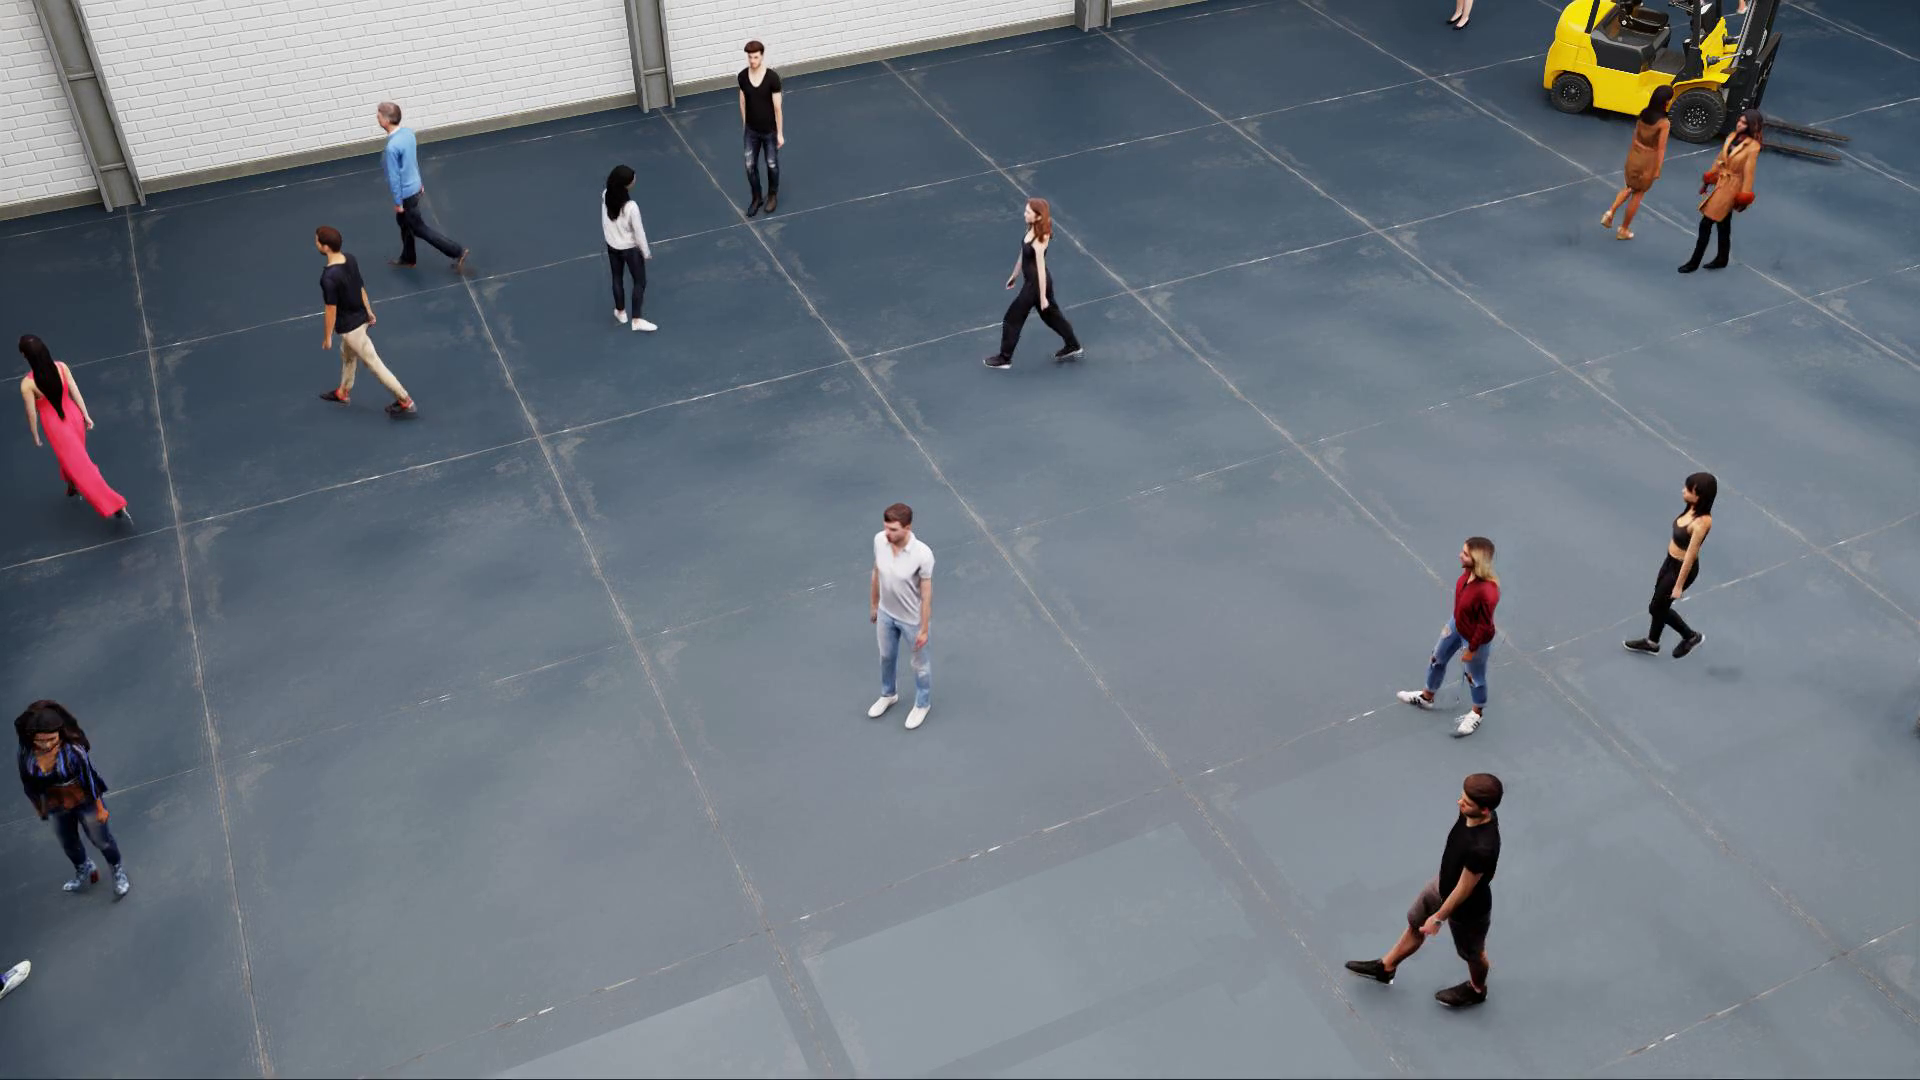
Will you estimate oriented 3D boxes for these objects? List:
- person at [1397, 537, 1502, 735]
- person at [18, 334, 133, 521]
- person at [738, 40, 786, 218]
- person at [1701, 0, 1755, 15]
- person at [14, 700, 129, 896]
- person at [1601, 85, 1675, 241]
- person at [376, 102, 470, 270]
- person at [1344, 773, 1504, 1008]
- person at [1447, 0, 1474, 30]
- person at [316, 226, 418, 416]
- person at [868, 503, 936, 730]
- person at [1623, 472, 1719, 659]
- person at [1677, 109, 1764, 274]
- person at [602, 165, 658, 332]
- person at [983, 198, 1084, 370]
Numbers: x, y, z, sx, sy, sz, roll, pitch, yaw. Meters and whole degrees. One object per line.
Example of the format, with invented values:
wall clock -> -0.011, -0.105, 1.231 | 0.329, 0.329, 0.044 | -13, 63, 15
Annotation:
person -> 3.551, 0.649, 11.441 | 0.835, 1.614, 0.719 | -10, 40, -12
person -> -7.073, -0.840, 13.251 | 1.062, 1.681, 1.099 | 20, 43, 23
person -> -2.047, -4.367, 17.510 | 0.848, 1.879, 0.915 | 7, 39, 9
person -> 10.239, -7.817, 22.004 | 0.990, 1.661, 1.138 | 27, 46, 29
person -> -5.482, 1.623, 10.225 | 0.635, 1.609, 0.817 | 4, 39, 5
person -> 6.908, -3.830, 16.996 | 0.689, 1.680, 0.591 | -12, 40, -14
person -> -5.390, -3.459, 16.442 | 1.231, 1.792, 1.015 | 2, 39, 3
person -> 2.970, 2.046, 9.526 | 1.198, 1.820, 0.977 | -1, 39, -1
person -> 6.598, -7.485, 21.599 | 0.576, 1.648, 0.590 | -7, 39, -9
person -> -5.170, -1.837, 14.398 | 1.254, 1.808, 1.047 | 4, 39, 5
person -> -0.363, 0.497, 11.442 | 0.749, 1.851, 0.764 | 22, 44, 25
person -> 5.249, 0.229, 11.952 | 0.863, 1.632, 0.781 | 8, 39, 9
person -> 7.694, -3.447, 16.499 | 0.917, 1.703, 0.845 | -5, 39, -6
person -> -3.222, -2.781, 15.684 | 0.803, 1.678, 0.767 | 12, 40, 14
person -> 0.783, -2.316, 15.085 | 1.233, 1.699, 0.843 | -4, 39, -5
